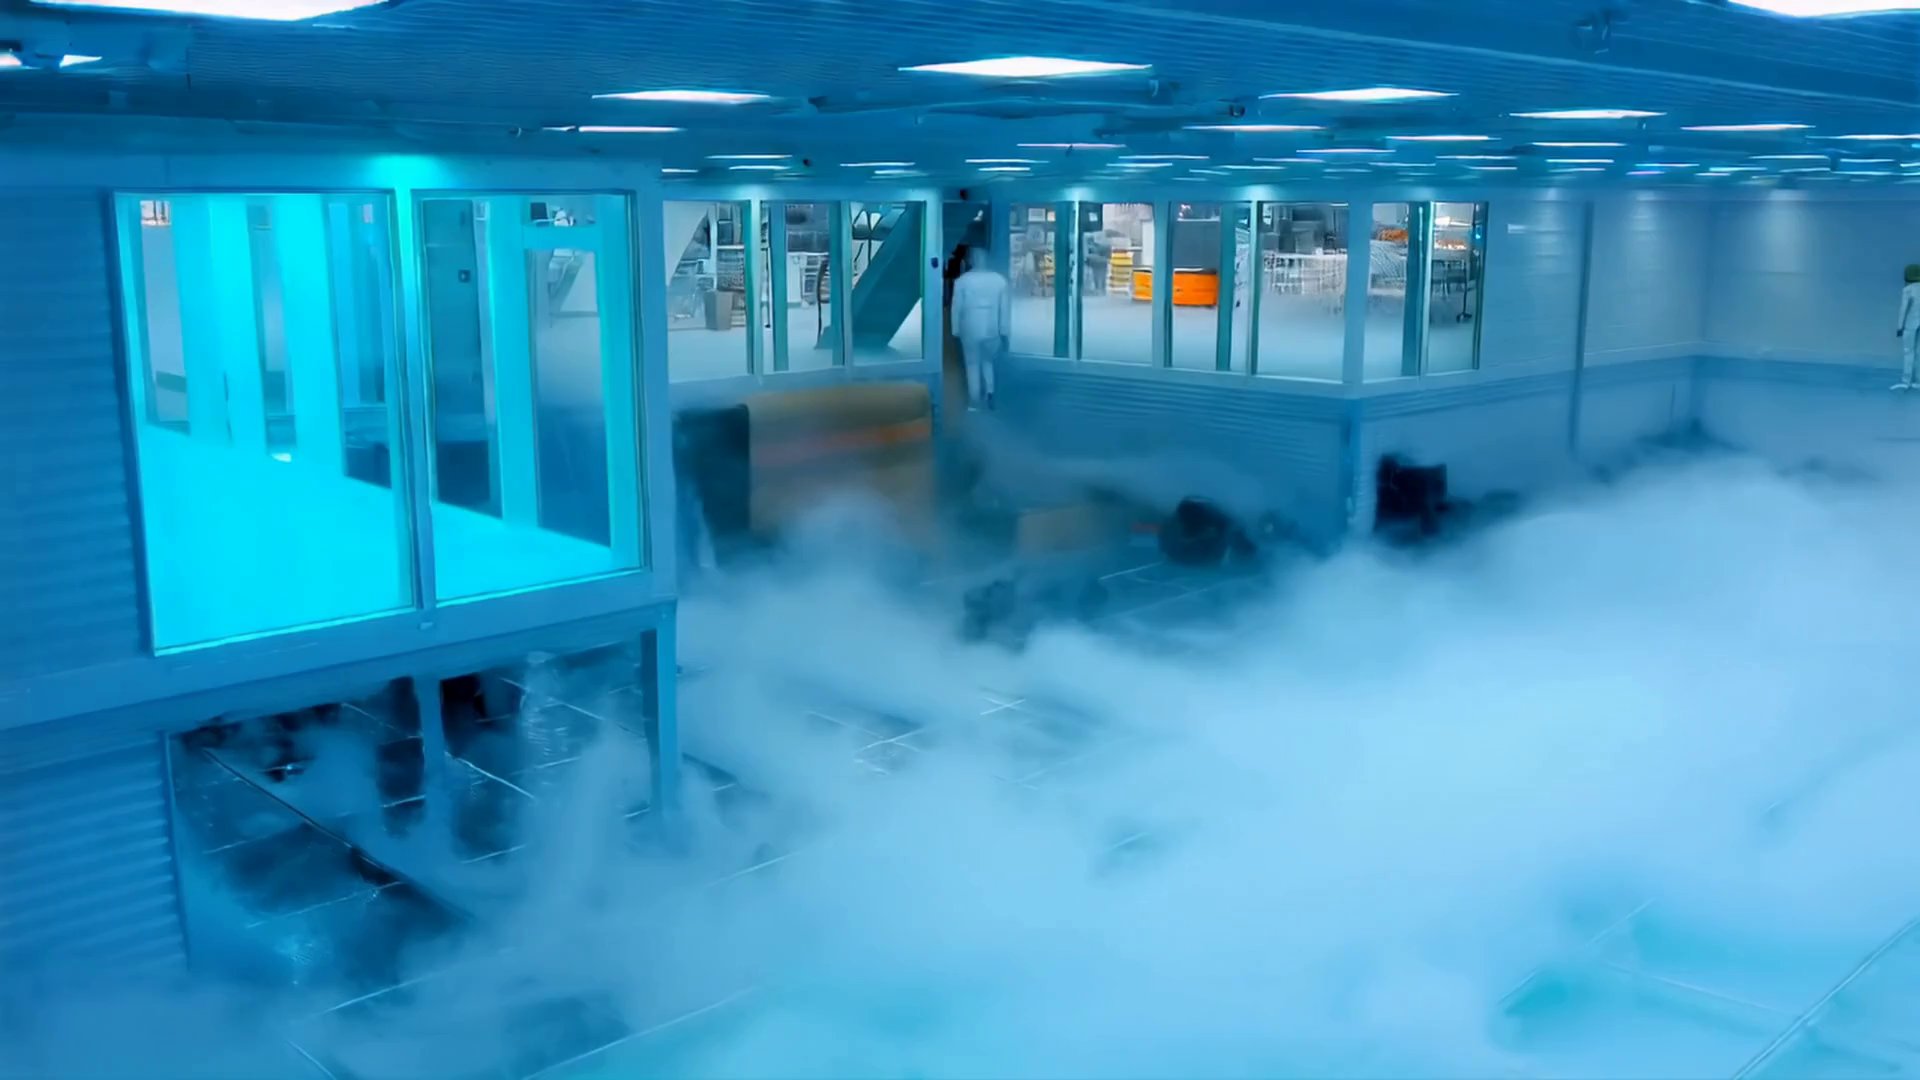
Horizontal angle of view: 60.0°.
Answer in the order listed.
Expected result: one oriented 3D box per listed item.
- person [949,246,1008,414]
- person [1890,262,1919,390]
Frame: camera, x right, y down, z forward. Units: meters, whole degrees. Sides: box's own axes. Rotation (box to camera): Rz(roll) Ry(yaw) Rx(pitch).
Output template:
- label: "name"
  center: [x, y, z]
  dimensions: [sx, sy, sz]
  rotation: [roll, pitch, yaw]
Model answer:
- label: "person"
  center: [0.194, -2.371, 18.862]
  dimensions: [0.674, 1.891, 0.431]
  rotation: [-4, 12, -19]
- label: "person"
  center: [12.282, -2.756, 21.458]
  dimensions: [0.507, 1.631, 0.273]
  rotation: [-5, 12, -25]
